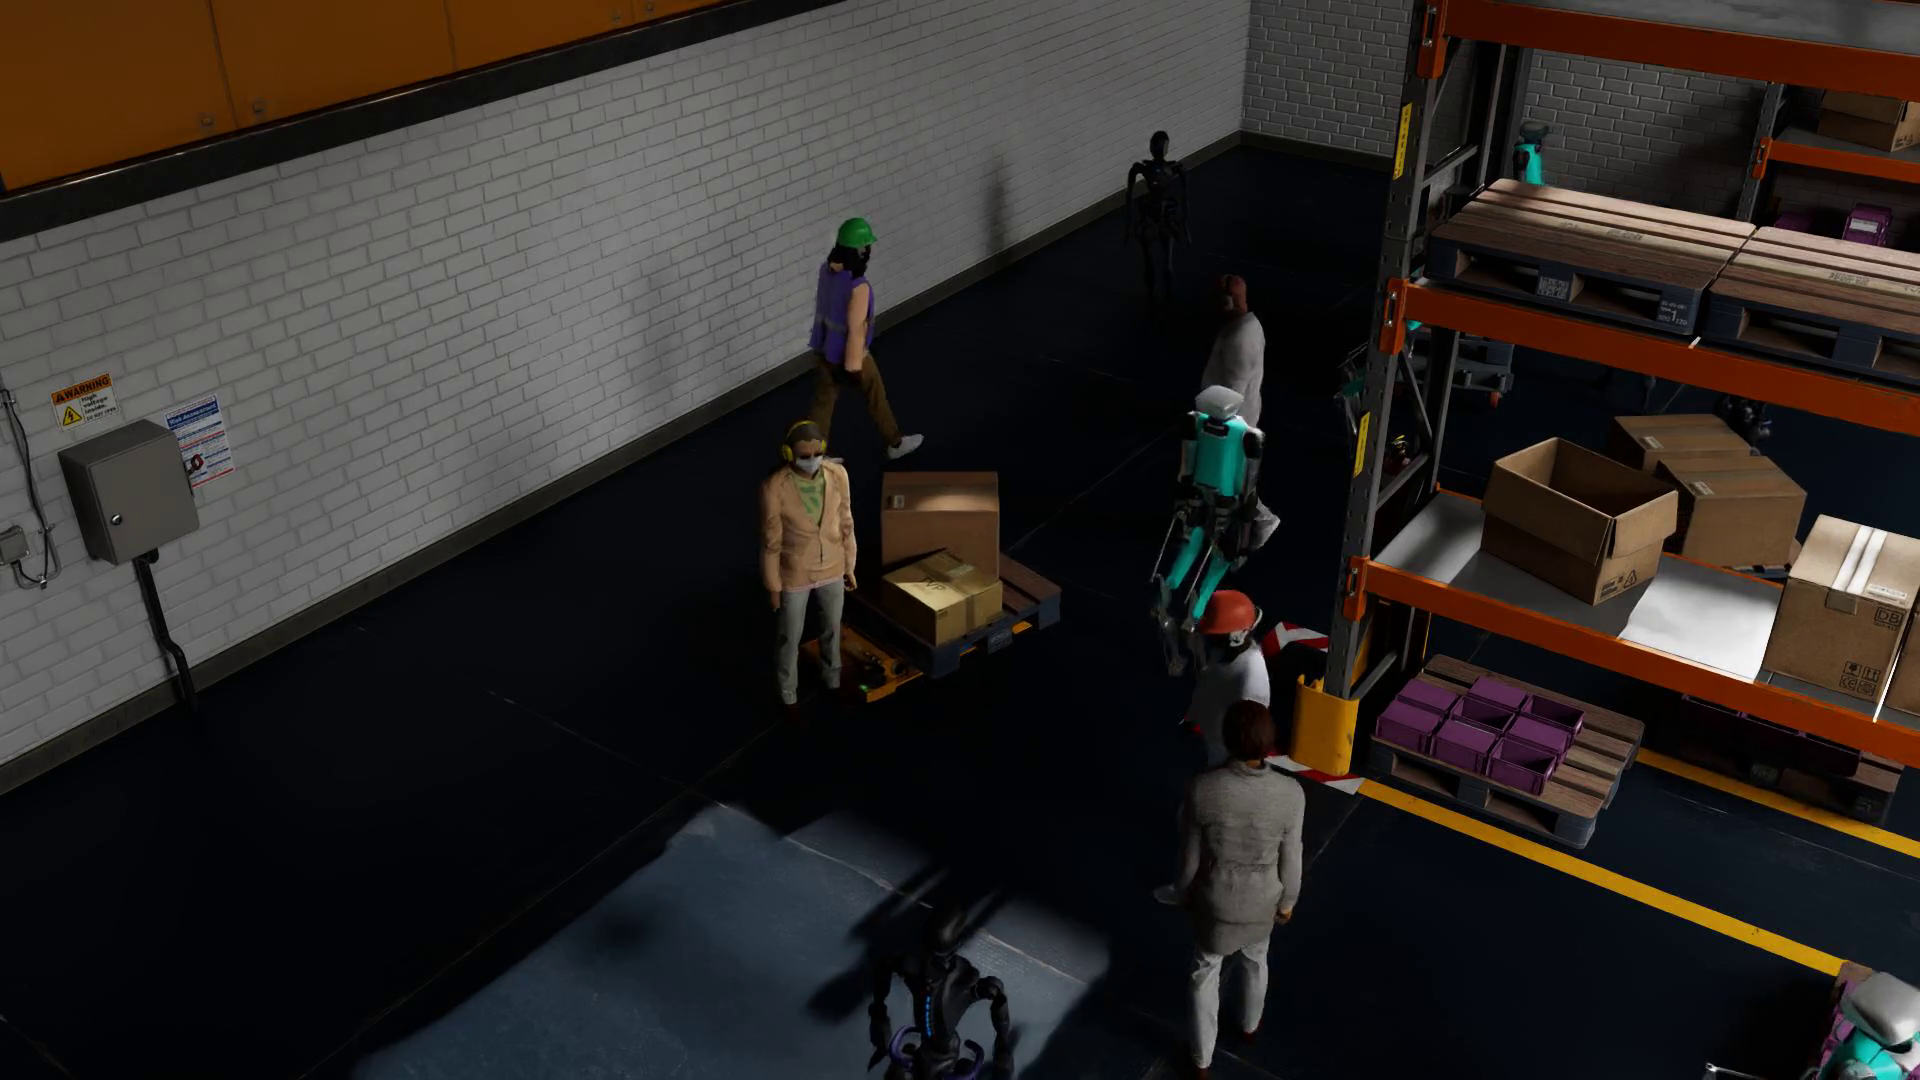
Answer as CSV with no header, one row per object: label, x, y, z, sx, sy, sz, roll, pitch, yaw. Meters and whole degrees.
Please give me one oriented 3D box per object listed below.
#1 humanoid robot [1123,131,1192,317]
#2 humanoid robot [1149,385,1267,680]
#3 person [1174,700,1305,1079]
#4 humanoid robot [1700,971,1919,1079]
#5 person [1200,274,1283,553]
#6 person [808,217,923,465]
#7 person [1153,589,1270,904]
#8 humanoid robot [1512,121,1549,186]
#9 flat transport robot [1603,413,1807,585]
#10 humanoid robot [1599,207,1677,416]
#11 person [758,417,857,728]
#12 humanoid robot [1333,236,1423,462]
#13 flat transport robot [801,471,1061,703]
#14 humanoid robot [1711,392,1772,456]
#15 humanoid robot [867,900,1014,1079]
humanoid robot,1.722,-2.753,14.412,0.601,1.634,0.425,4,30,7
humanoid robot,1.319,0.057,9.500,0.556,1.807,0.775,23,37,34
person,1.154,1.474,6.956,0.527,1.821,0.576,3,30,6
humanoid robot,2.856,2.112,5.960,0.547,1.743,1.075,-23,37,-34
person,1.816,-0.800,10.826,0.566,1.876,0.677,7,31,12
person,-0.721,-1.391,11.837,0.971,1.886,0.552,-23,37,-34
person,1.194,0.980,7.879,0.679,1.718,0.571,1,30,2
humanoid robot,5.088,-2.643,14.212,0.990,1.777,0.530,16,34,26
flat transport robot,4.705,0.155,10.770,1.431,0.231,0.659,-2,30,-4
humanoid robot,5.245,-1.757,12.722,0.600,1.633,0.744,1,30,1
person,-0.845,0.161,9.168,0.554,1.866,0.390,-16,33,-25
humanoid robot,2.978,-1.376,11.896,0.729,1.729,0.532,18,35,29
flat transport robot,-0.198,0.521,10.136,1.431,0.231,0.659,-23,37,-34
humanoid robot,5.019,-0.670,10.820,0.614,1.639,0.598,0,30,0
humanoid robot,-0.076,1.963,6.229,0.599,1.648,0.557,10,31,17
